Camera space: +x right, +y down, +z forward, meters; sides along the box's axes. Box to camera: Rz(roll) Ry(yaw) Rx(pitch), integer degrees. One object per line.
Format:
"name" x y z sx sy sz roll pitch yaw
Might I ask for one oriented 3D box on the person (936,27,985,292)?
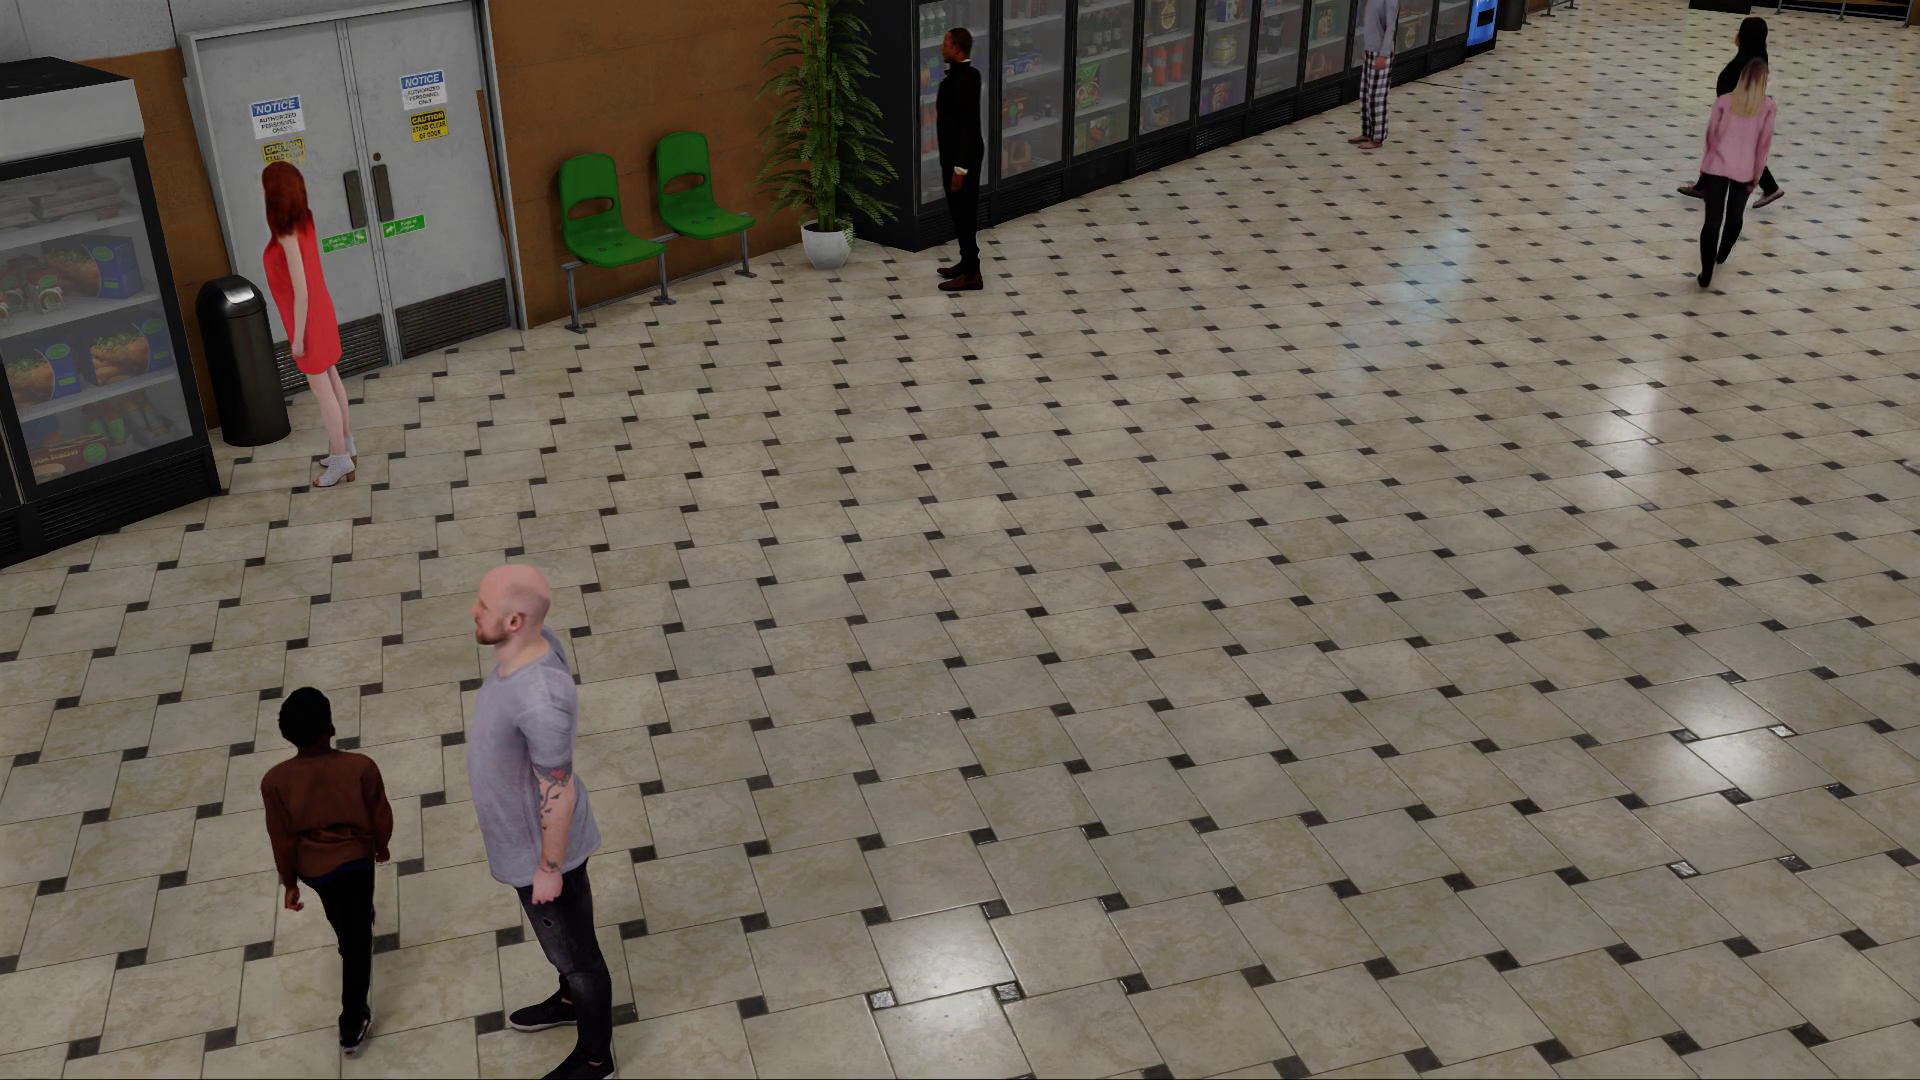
"person" 0.013 -2.808 12.295 0.829 1.904 0.801 1 27 2

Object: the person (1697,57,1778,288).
"person" 5.708 -2.689 12.351 1.093 1.640 0.895 10 29 19

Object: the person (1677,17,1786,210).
"person" 6.786 -3.625 14.262 1.140 1.582 0.760 14 30 26

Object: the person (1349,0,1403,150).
"person" 4.100 -4.789 16.260 0.749 1.850 0.682 -3 27 -6

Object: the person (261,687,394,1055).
"person" -2.026 1.088 5.374 0.861 1.215 0.956 -5 27 -9

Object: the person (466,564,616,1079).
"person" -1.276 0.884 5.087 0.819 1.838 0.702 -9 28 -18

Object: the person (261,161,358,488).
"person" -3.586 -1.189 9.187 0.729 1.828 0.654 -4 27 -8
